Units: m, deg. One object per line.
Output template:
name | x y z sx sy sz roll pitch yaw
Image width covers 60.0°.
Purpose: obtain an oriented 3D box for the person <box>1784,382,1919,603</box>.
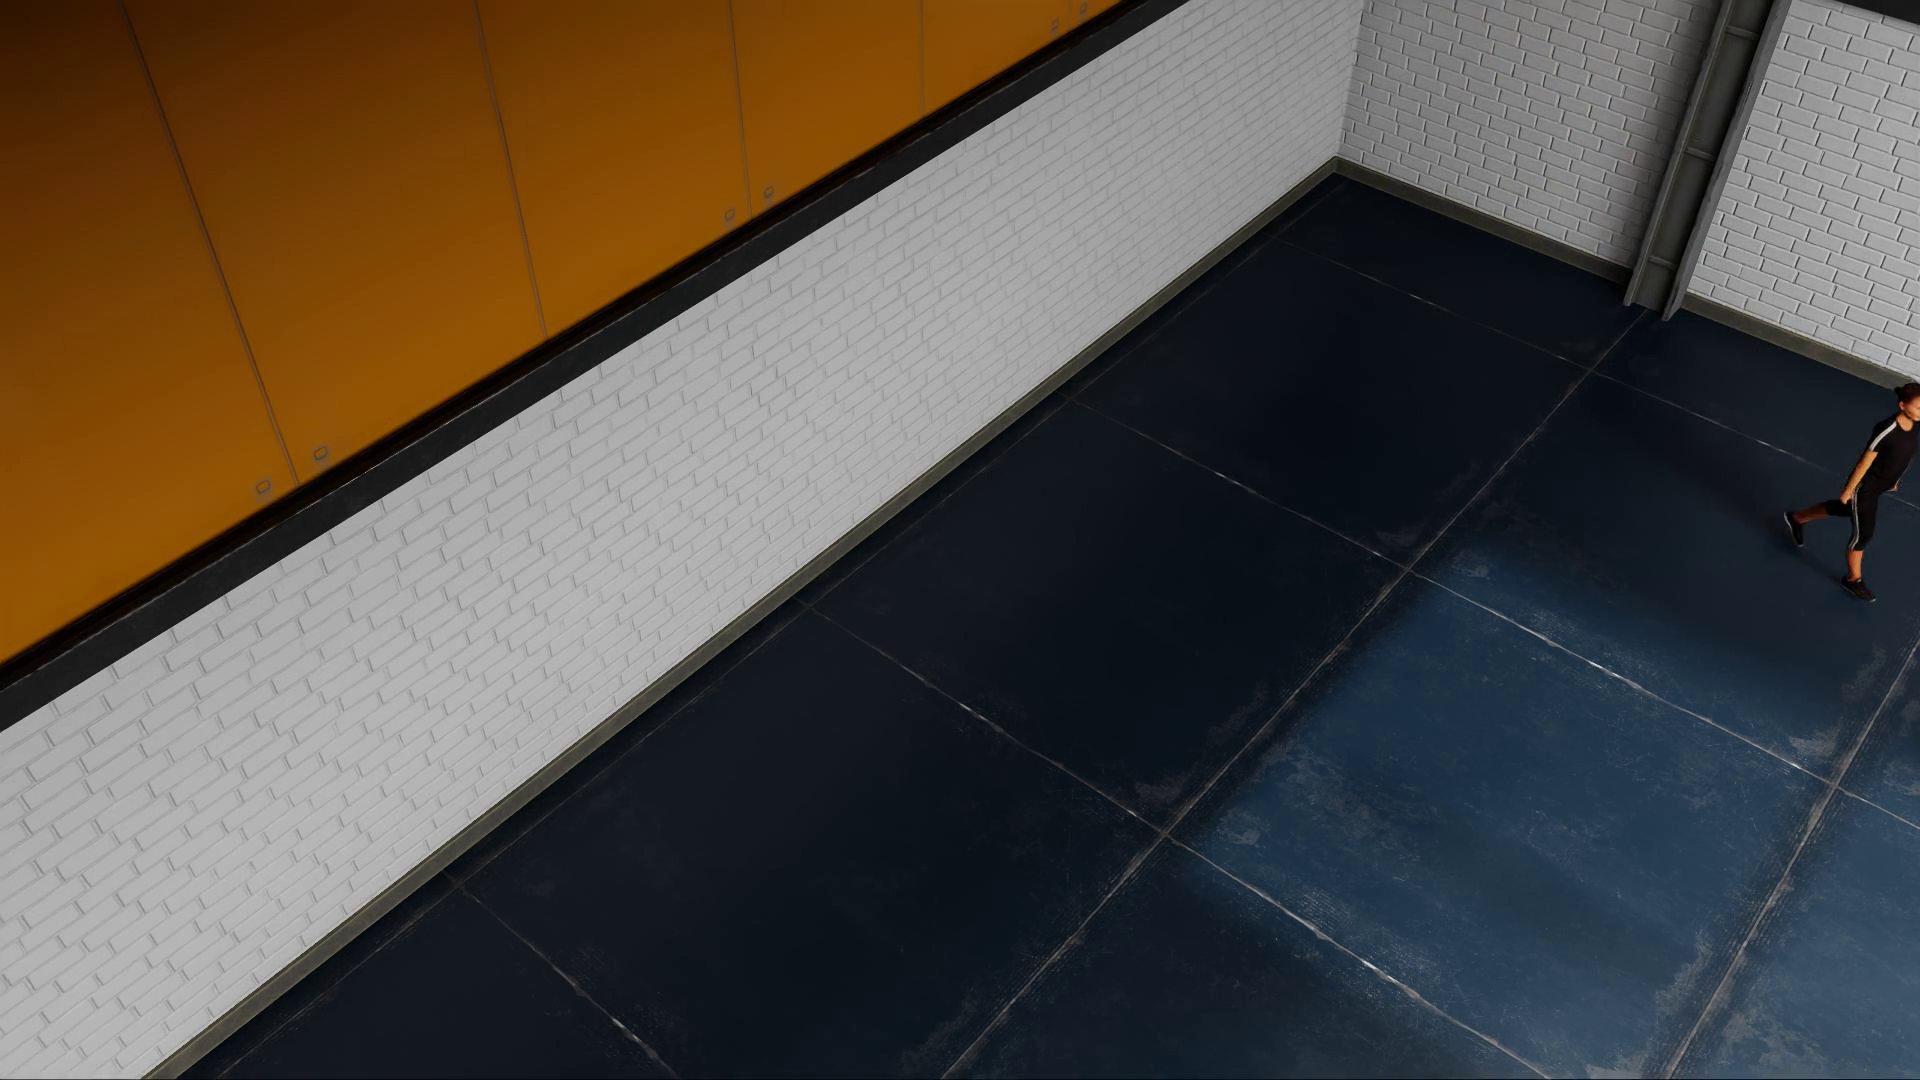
person | 6.105 -0.428 11.278 0.835 1.638 1.156 -22 48 -22
